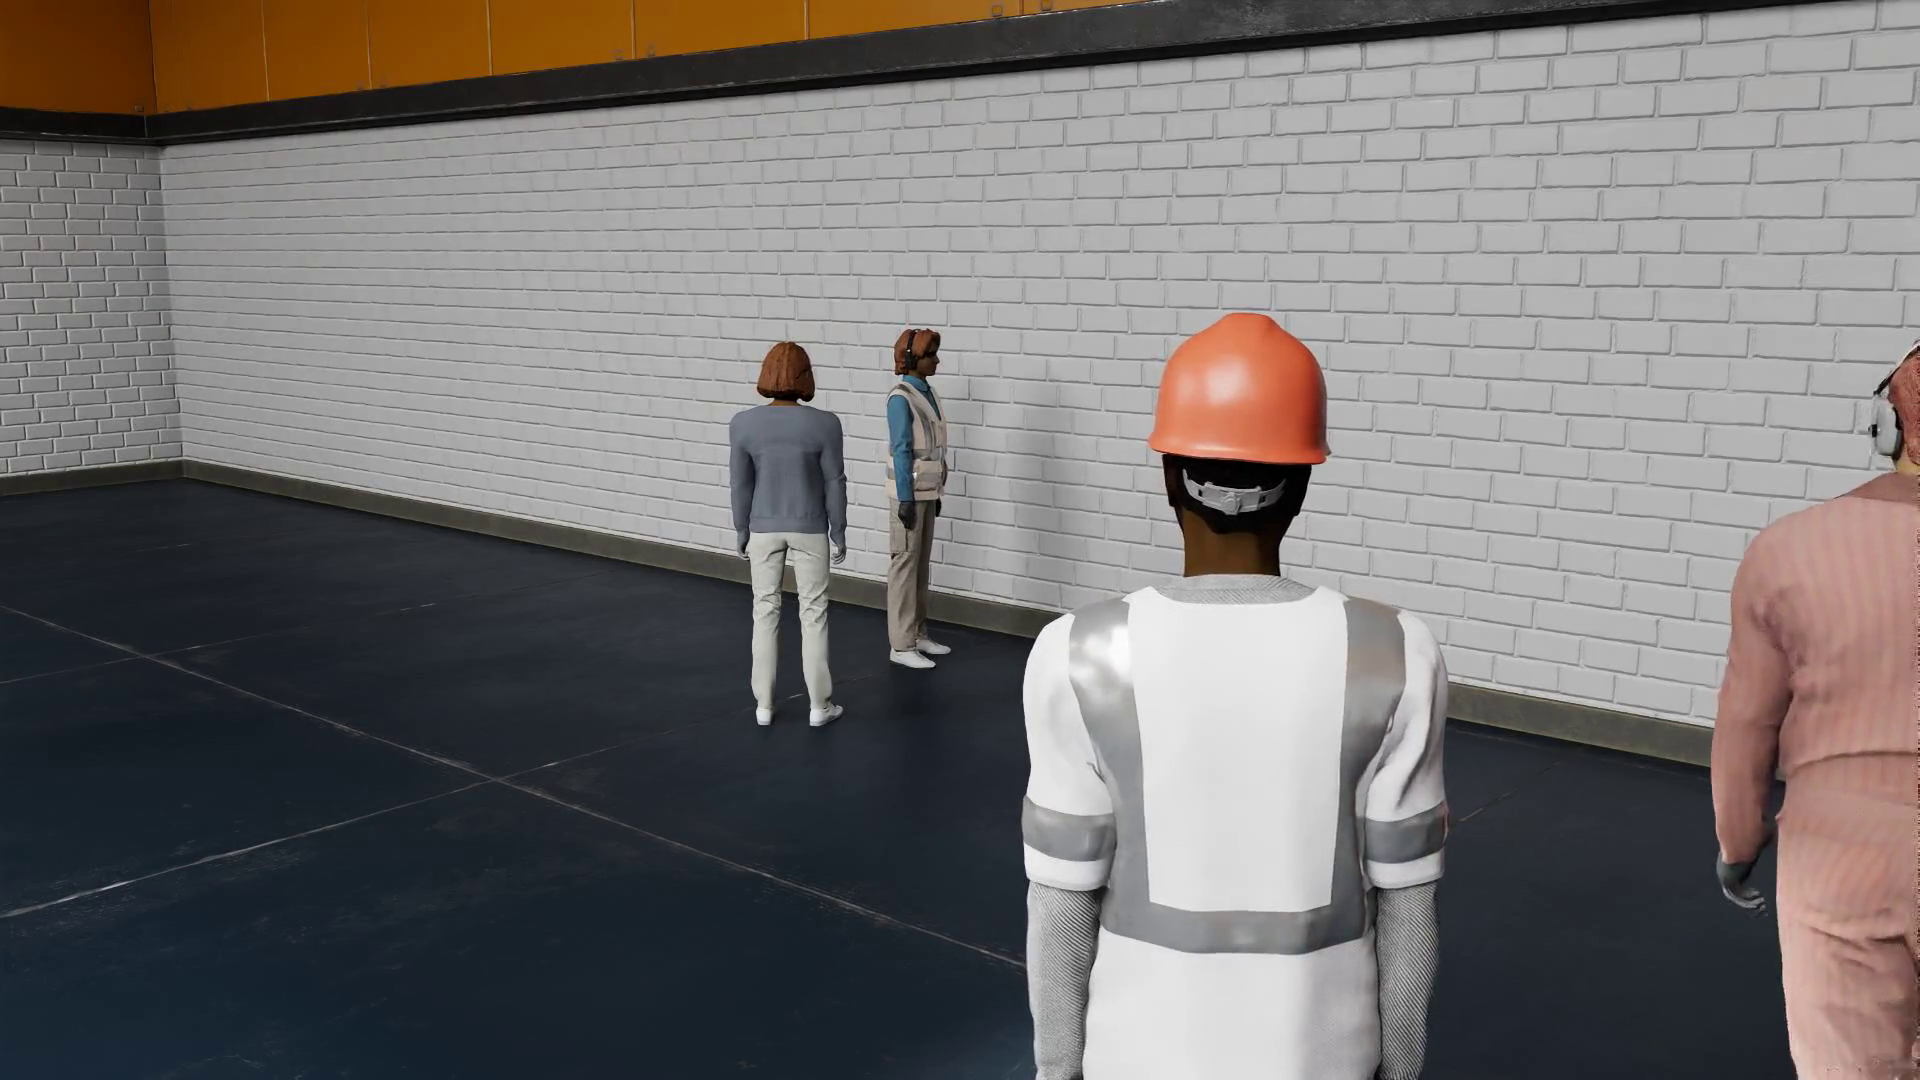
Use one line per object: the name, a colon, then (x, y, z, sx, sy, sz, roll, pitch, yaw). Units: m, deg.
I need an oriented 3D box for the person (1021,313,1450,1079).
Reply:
person: (0.352, 0.675, 2.227, 0.543, 1.940, 0.361, 1, 10, 4)

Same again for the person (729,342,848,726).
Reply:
person: (-0.720, -0.018, 7.042, 0.500, 1.633, 0.281, 1, 10, 6)

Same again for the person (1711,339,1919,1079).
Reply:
person: (1.714, 0.567, 3.025, 0.656, 1.864, 0.960, 4, 11, 23)

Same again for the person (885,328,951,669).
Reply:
person: (-0.215, -0.206, 8.097, 0.307, 1.640, 0.521, 3, 10, 14)
